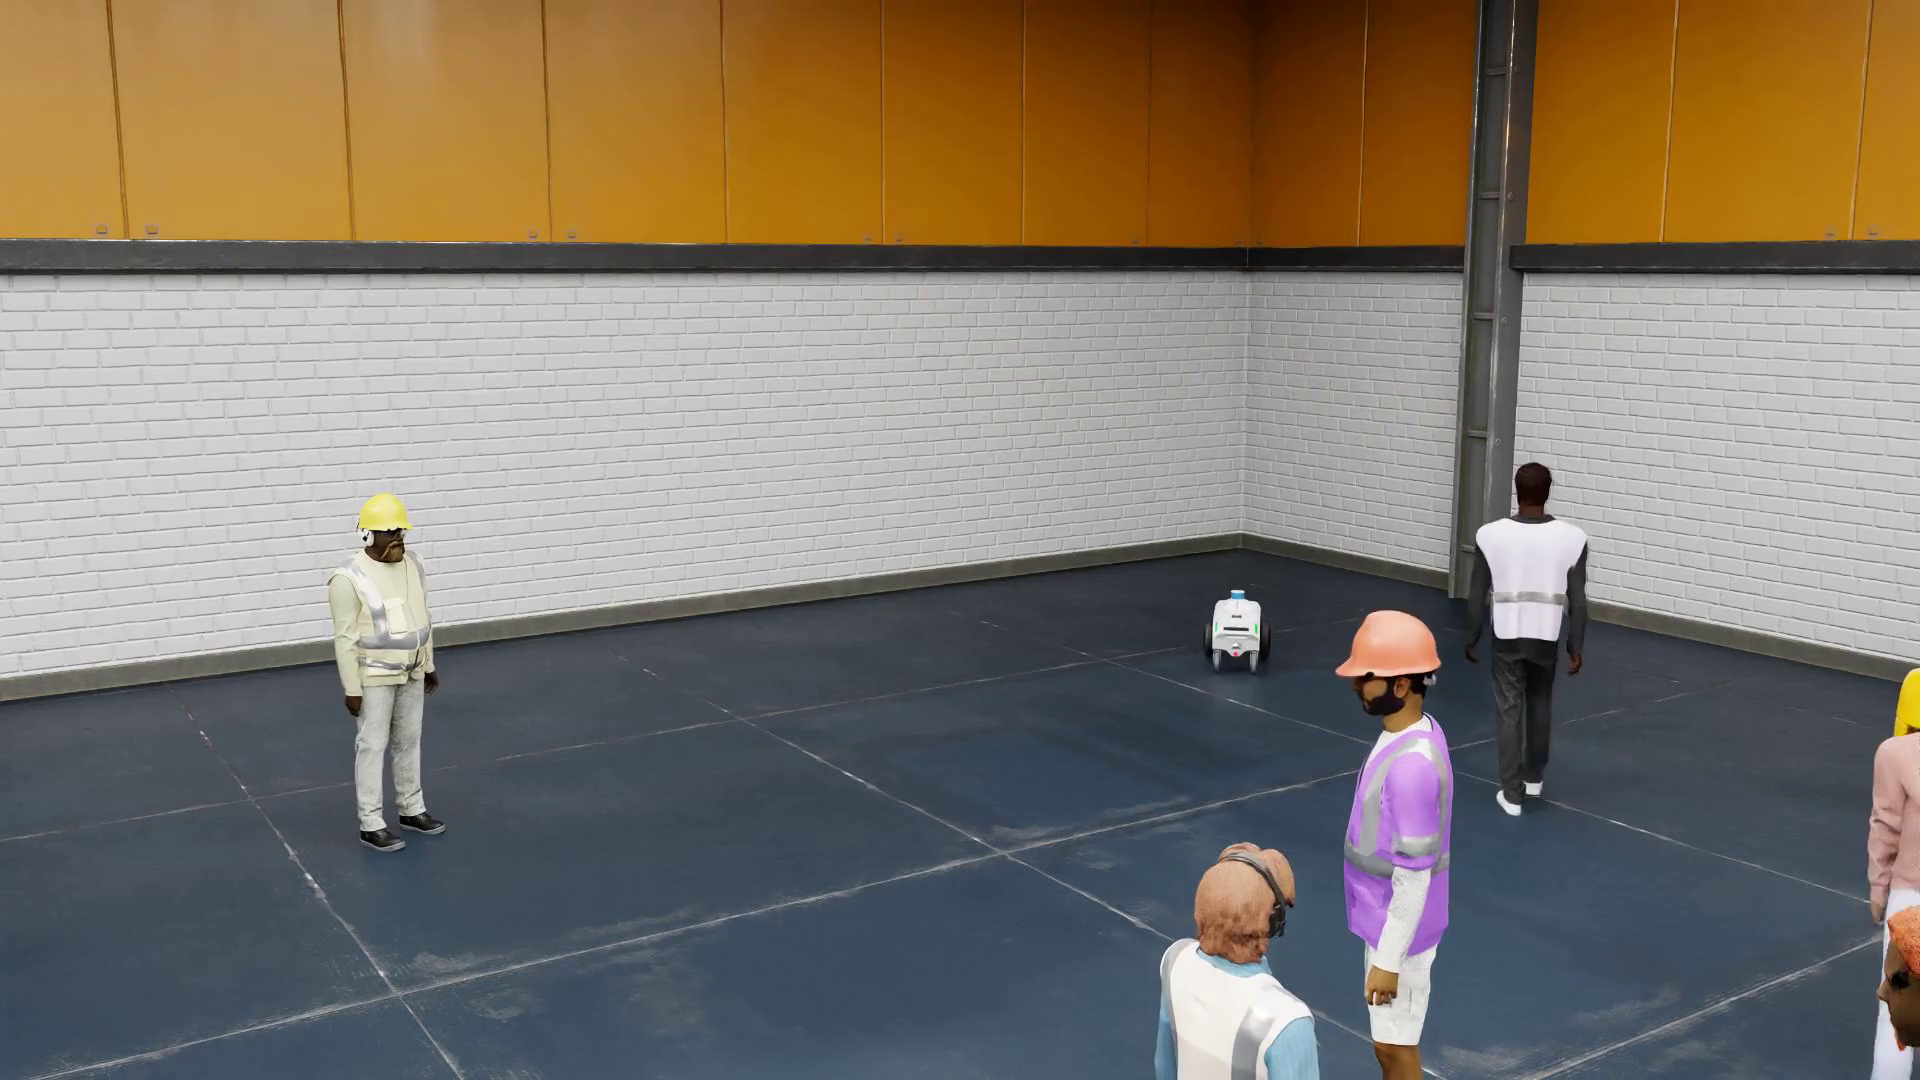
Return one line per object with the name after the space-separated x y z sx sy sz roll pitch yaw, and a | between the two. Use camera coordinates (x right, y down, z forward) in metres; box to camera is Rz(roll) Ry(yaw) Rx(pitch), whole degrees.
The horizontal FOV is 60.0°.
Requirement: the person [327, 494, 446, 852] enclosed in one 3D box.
-2.905 0.664 8.471 0.403 1.824 0.593 4 10 25 | person

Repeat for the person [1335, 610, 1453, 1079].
1.309 1.165 5.106 0.359 1.936 0.544 2 10 11 | person

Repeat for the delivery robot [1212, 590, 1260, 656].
2.047 0.614 12.293 0.477 0.478 0.707 2 10 10 | delivery robot

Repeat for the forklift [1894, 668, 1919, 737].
5.511 0.571 7.906 2.313 2.155 1.214 -6 11 -33 | forklift

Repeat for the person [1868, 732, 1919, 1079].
3.264 1.217 5.462 0.524 1.714 0.860 5 10 26 | person

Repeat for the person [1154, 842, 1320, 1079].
0.646 1.511 3.892 0.305 1.645 0.522 -6 11 -31 | person

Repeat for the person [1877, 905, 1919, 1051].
1.858 1.576 2.893 0.589 1.862 0.749 -7 12 -37 | person

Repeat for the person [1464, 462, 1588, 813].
3.086 0.512 9.163 0.610 1.896 0.716 1 10 7 | person
